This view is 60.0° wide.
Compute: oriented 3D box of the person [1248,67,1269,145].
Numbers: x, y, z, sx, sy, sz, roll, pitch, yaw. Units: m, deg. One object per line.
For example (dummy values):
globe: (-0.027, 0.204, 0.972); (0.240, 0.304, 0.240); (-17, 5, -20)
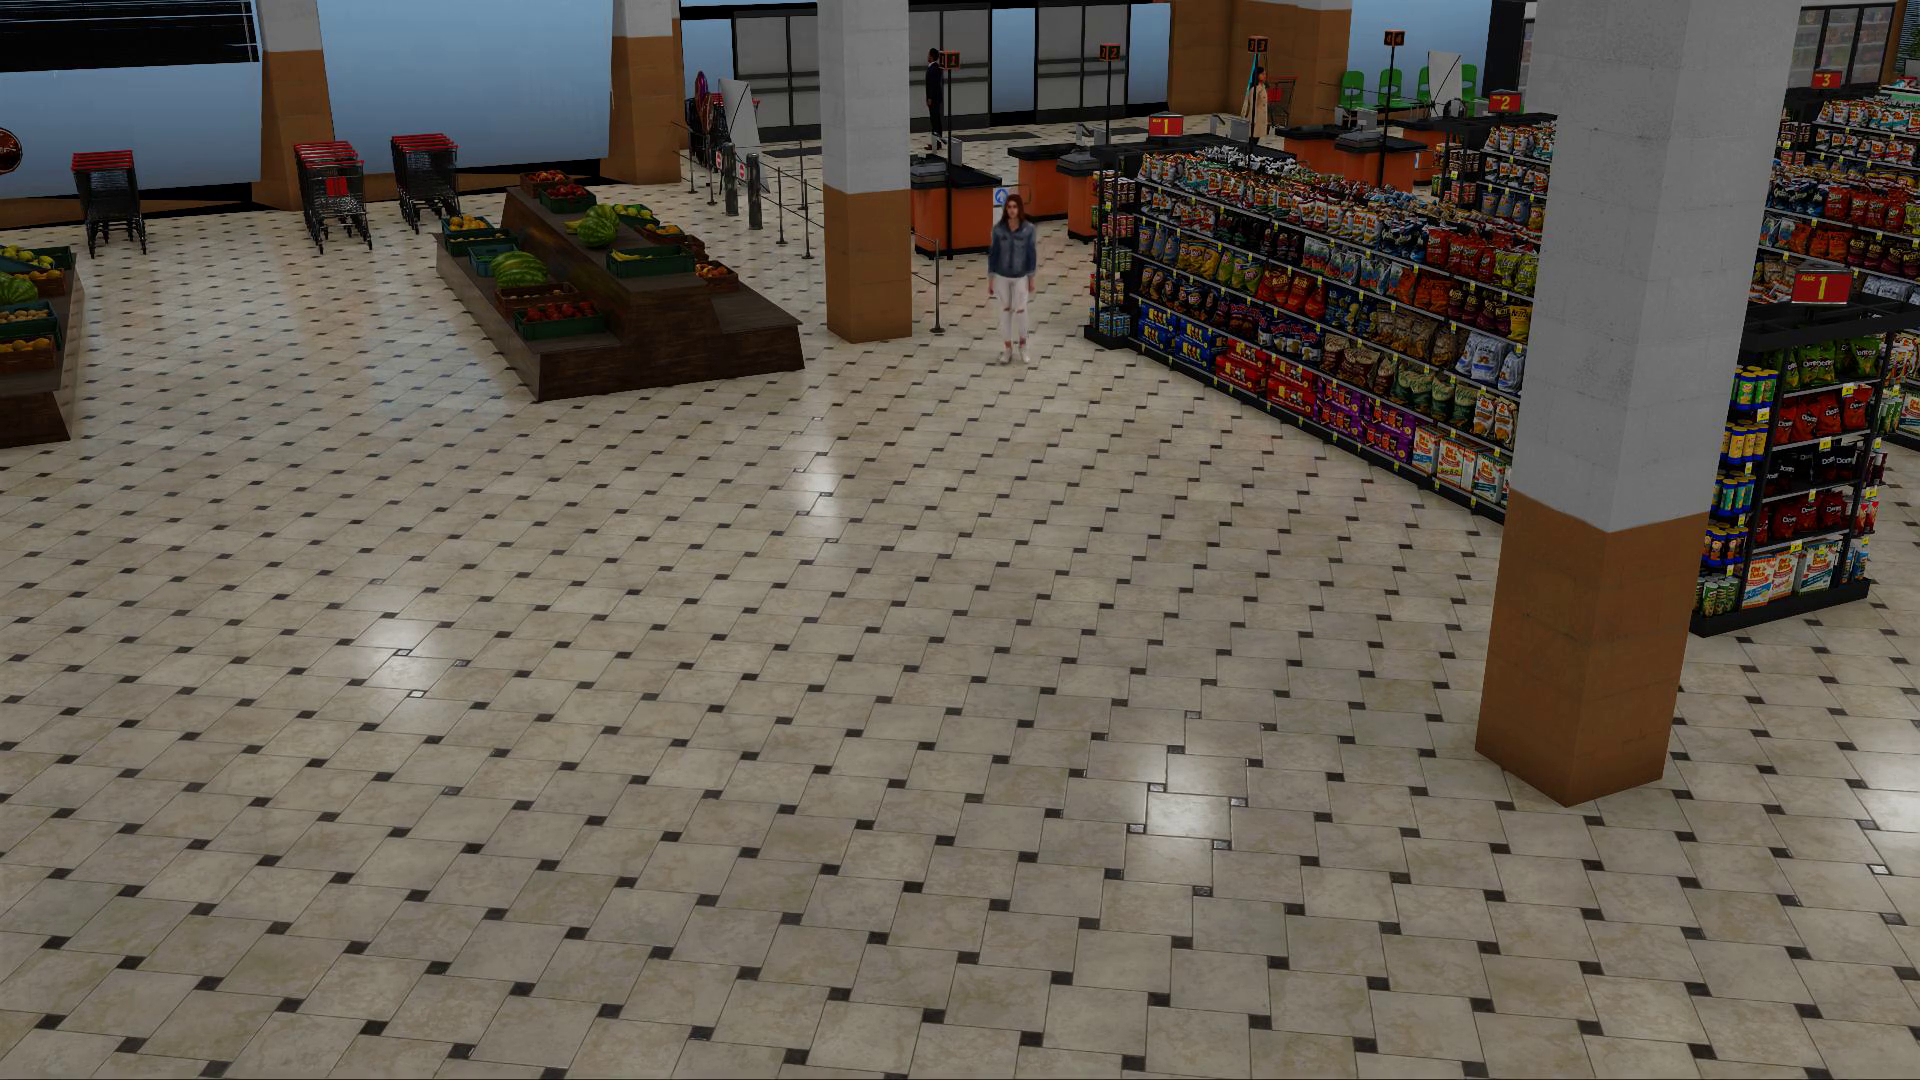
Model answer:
person: (4.772, -6.761, 26.808); (0.745, 1.681, 0.724); (11, 24, 25)

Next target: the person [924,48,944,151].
person: (-0.441, -7.731, 29.161); (0.767, 1.727, 0.689); (6, 23, 15)

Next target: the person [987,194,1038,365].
person: (0.521, -2.581, 16.398); (0.724, 1.688, 0.758); (4, 22, 10)
